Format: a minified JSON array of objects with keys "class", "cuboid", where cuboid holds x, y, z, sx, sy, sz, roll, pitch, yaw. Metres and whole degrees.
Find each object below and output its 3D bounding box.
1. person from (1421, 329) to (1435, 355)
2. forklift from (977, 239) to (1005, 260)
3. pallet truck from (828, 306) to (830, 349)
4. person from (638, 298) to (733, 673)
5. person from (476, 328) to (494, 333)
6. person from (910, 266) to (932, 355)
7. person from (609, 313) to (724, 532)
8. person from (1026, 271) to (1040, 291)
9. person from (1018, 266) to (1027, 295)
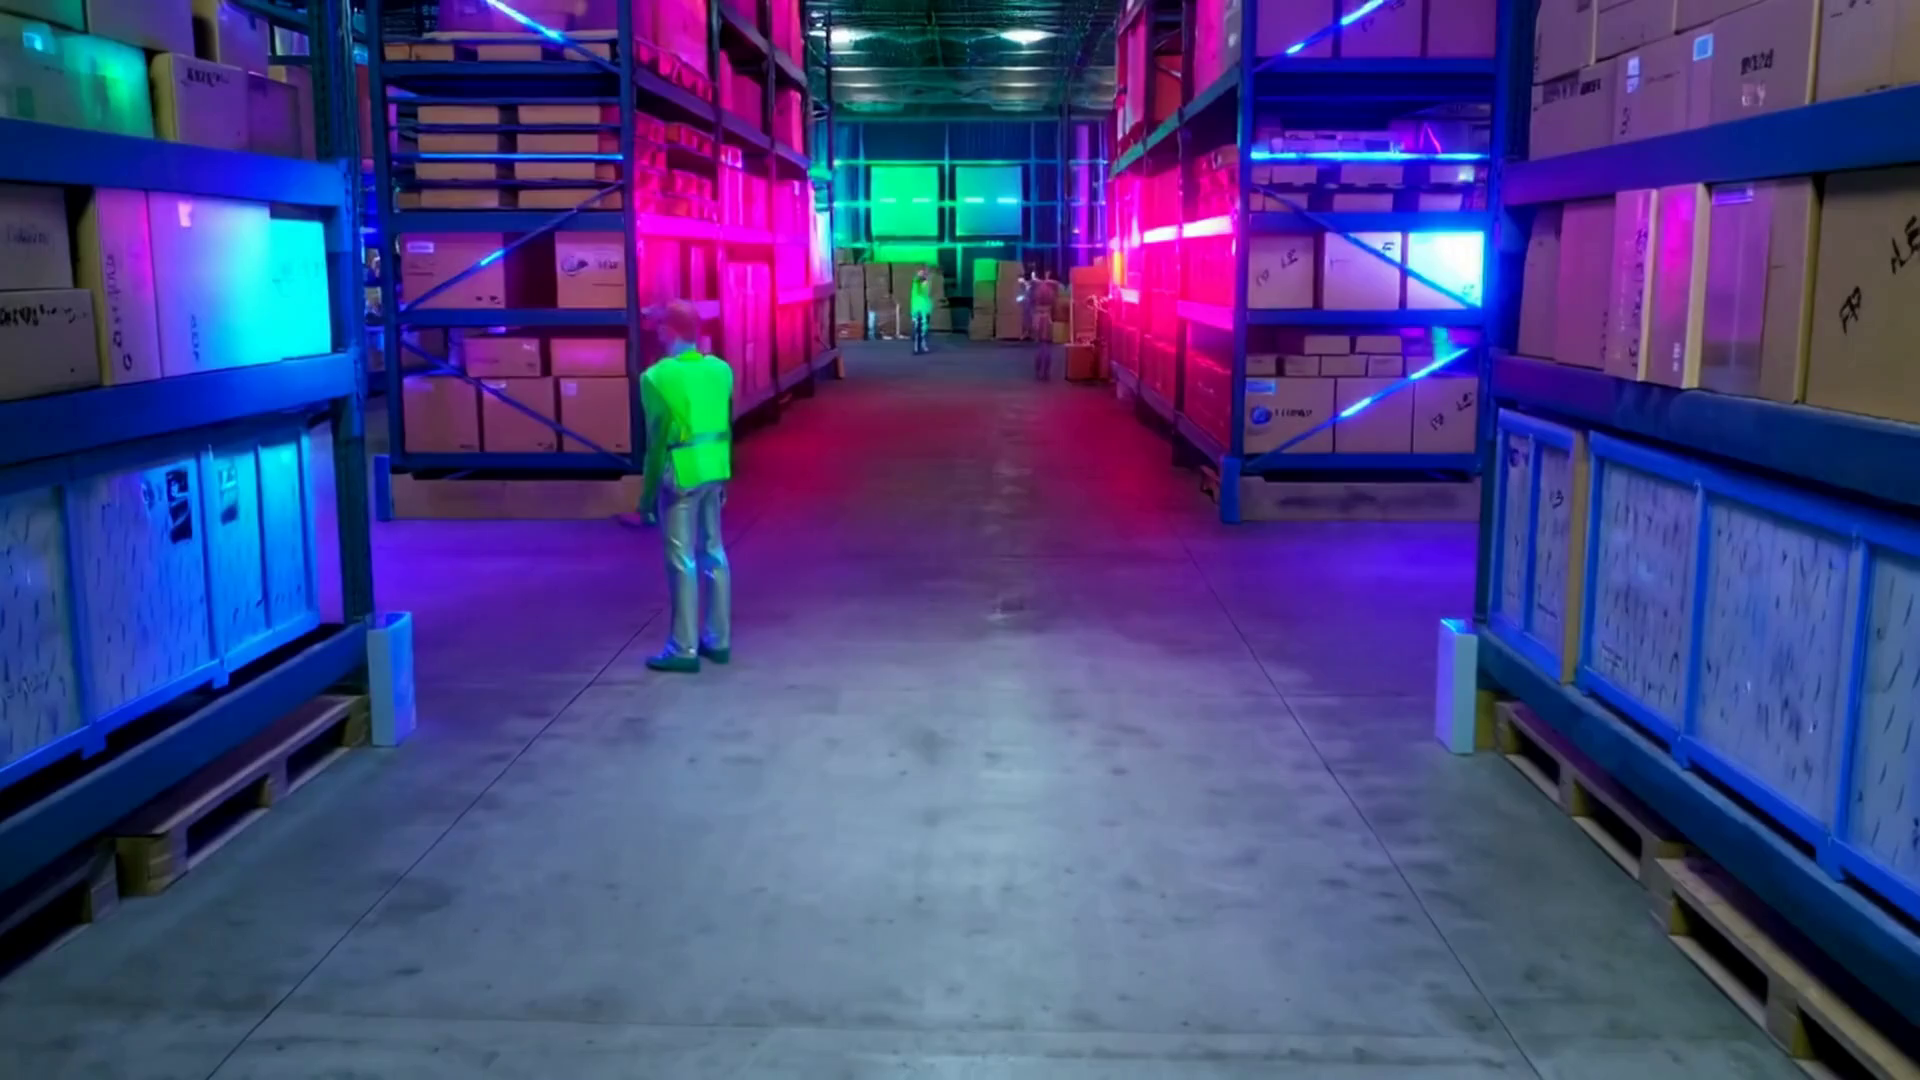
[{"class":"person","cuboid":[9.404,-4.505,33.223,0.388,1.998,0.618,0,9,-2]},{"class":"forklift","cuboid":[1.097,-9.254,58.993,1.129,2.768,1.873,4,10,25]},{"class":"pallet truck","cuboid":[-3.100,-3.940,29.800,1.885,1.965,0.823,3,10,19]},{"class":"person","cuboid":[-1.342,-0.264,8.229,0.389,1.848,0.563,7,12,34]},{"class":"person","cuboid":[-9.705,-4.452,33.904,0.867,1.648,0.547,-1,10,-7]},{"class":"person","cuboid":[-0.838,-5.024,36.477,0.364,1.938,0.636,7,12,37]},{"class":"person","cuboid":[-2.181,-0.862,12.387,0.875,1.634,0.634,-3,10,-17]},{"class":"person","cuboid":[2.835,-9.601,64.604,0.535,1.700,0.318,-2,10,-10]},{"class":"person","cuboid":[2.511,-10.313,68.370,0.983,1.880,0.594,3,10,15]}]
